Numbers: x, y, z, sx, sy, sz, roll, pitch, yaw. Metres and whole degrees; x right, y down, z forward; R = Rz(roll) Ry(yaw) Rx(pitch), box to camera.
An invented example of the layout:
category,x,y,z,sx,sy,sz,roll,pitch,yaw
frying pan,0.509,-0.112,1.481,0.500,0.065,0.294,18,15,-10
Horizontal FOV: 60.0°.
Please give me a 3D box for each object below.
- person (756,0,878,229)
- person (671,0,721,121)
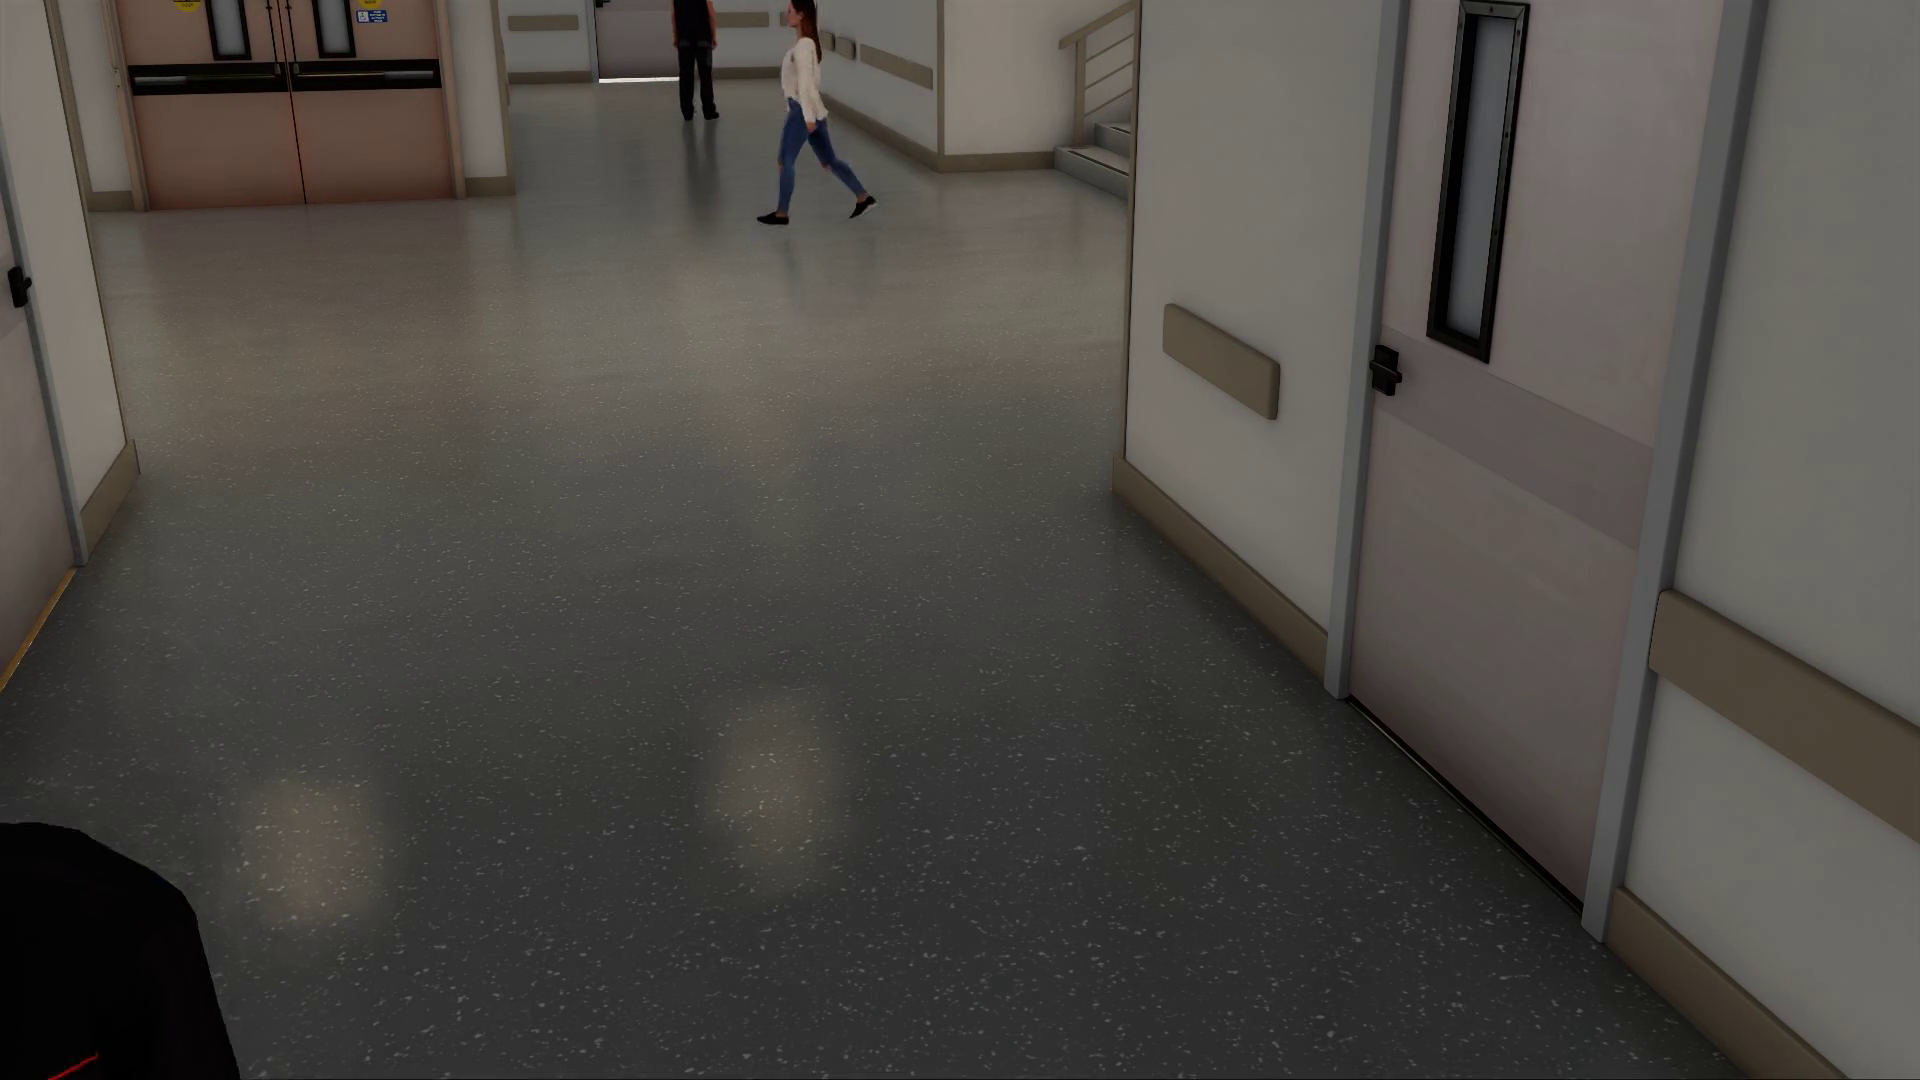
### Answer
category,x,y,z,sx,sy,sz,roll,pitch,yaw
person,-1.039,-3.109,12.249,1.205,1.656,0.851,1,21,3
person,-3.026,-5.732,18.901,0.631,1.848,0.792,1,21,3
